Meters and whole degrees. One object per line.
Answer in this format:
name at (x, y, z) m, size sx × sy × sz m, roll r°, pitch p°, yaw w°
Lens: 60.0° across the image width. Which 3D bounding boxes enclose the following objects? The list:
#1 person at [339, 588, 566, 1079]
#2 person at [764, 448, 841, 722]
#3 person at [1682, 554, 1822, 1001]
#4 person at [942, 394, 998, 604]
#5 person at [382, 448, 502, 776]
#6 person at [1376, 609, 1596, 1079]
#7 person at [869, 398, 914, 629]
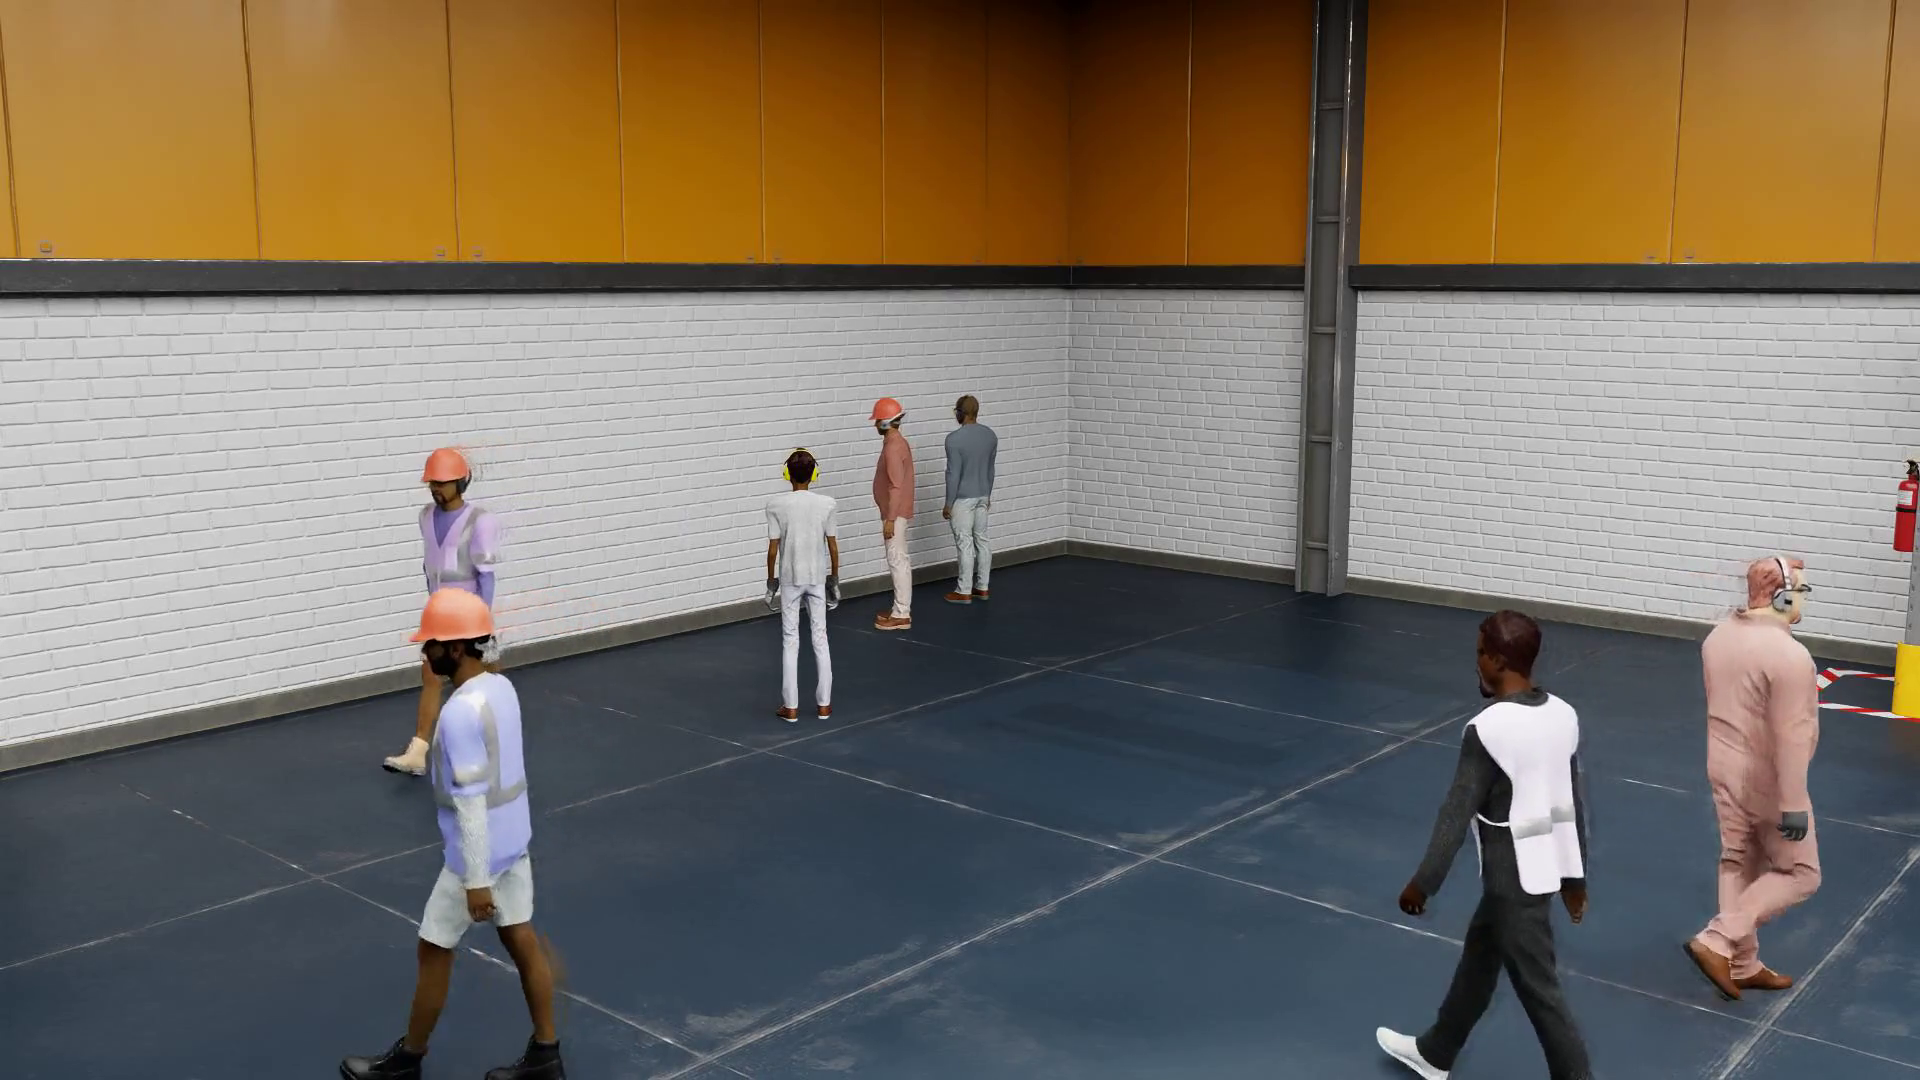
person at (-1.886, 1.119, 6.107) m, size 0.906 × 1.902 × 0.577 m, roll 1°, pitch 9°, yaw 5°
person at (-1.076, 0.305, 11.338) m, size 0.532 × 1.871 × 0.321 m, roll -3°, pitch 9°, yaw -16°
person at (3.309, 0.995, 6.910) m, size 0.460 × 1.894 × 0.665 m, roll -1°, pitch 9°, yaw -3°
person at (0.077, -0.378, 15.411) m, size 0.372 × 1.940 × 0.631 m, roll 8°, pitch 12°, yaw 41°
person at (-3.103, 0.429, 10.197) m, size 0.635 × 1.982 × 1.067 m, roll 4°, pitch 10°, yaw 26°
person at (1.933, 1.179, 5.887) m, size 0.996 × 1.862 × 0.600 m, roll 8°, pitch 12°, yaw 43°
person at (-0.586, -0.228, 14.300) m, size 0.394 × 1.990 × 0.618 m, roll 1°, pitch 9°, yaw 4°
